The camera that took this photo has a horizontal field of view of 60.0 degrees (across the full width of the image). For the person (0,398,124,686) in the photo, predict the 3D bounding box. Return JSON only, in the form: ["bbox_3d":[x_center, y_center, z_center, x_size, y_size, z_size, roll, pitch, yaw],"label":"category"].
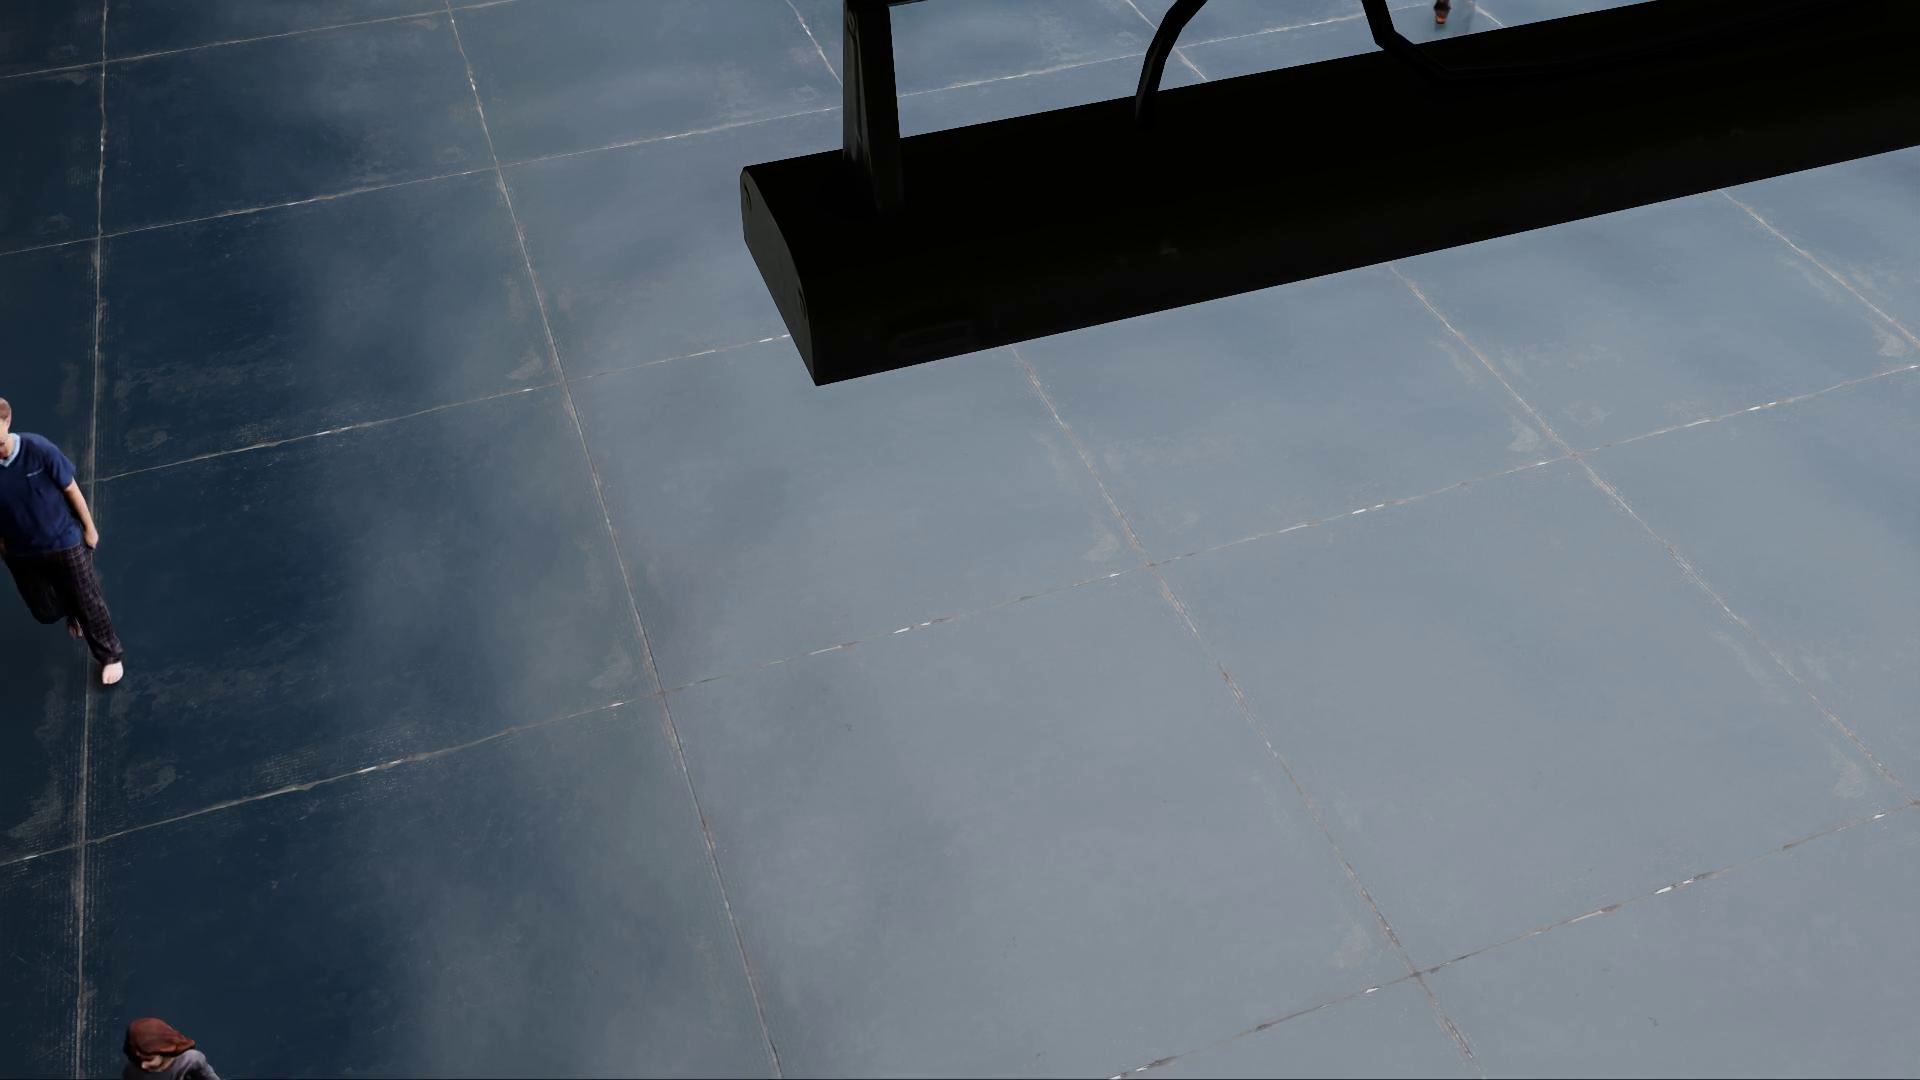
[{"bbox_3d":[-4.868,-0.047,8.838,0.660,1.862,0.777,-14,45,-15],"label":"person"}]

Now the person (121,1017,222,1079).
[{"bbox_3d":[-3.225,2.273,6.925,0.586,1.082,0.788,-5,43,-5],"label":"person"}]
